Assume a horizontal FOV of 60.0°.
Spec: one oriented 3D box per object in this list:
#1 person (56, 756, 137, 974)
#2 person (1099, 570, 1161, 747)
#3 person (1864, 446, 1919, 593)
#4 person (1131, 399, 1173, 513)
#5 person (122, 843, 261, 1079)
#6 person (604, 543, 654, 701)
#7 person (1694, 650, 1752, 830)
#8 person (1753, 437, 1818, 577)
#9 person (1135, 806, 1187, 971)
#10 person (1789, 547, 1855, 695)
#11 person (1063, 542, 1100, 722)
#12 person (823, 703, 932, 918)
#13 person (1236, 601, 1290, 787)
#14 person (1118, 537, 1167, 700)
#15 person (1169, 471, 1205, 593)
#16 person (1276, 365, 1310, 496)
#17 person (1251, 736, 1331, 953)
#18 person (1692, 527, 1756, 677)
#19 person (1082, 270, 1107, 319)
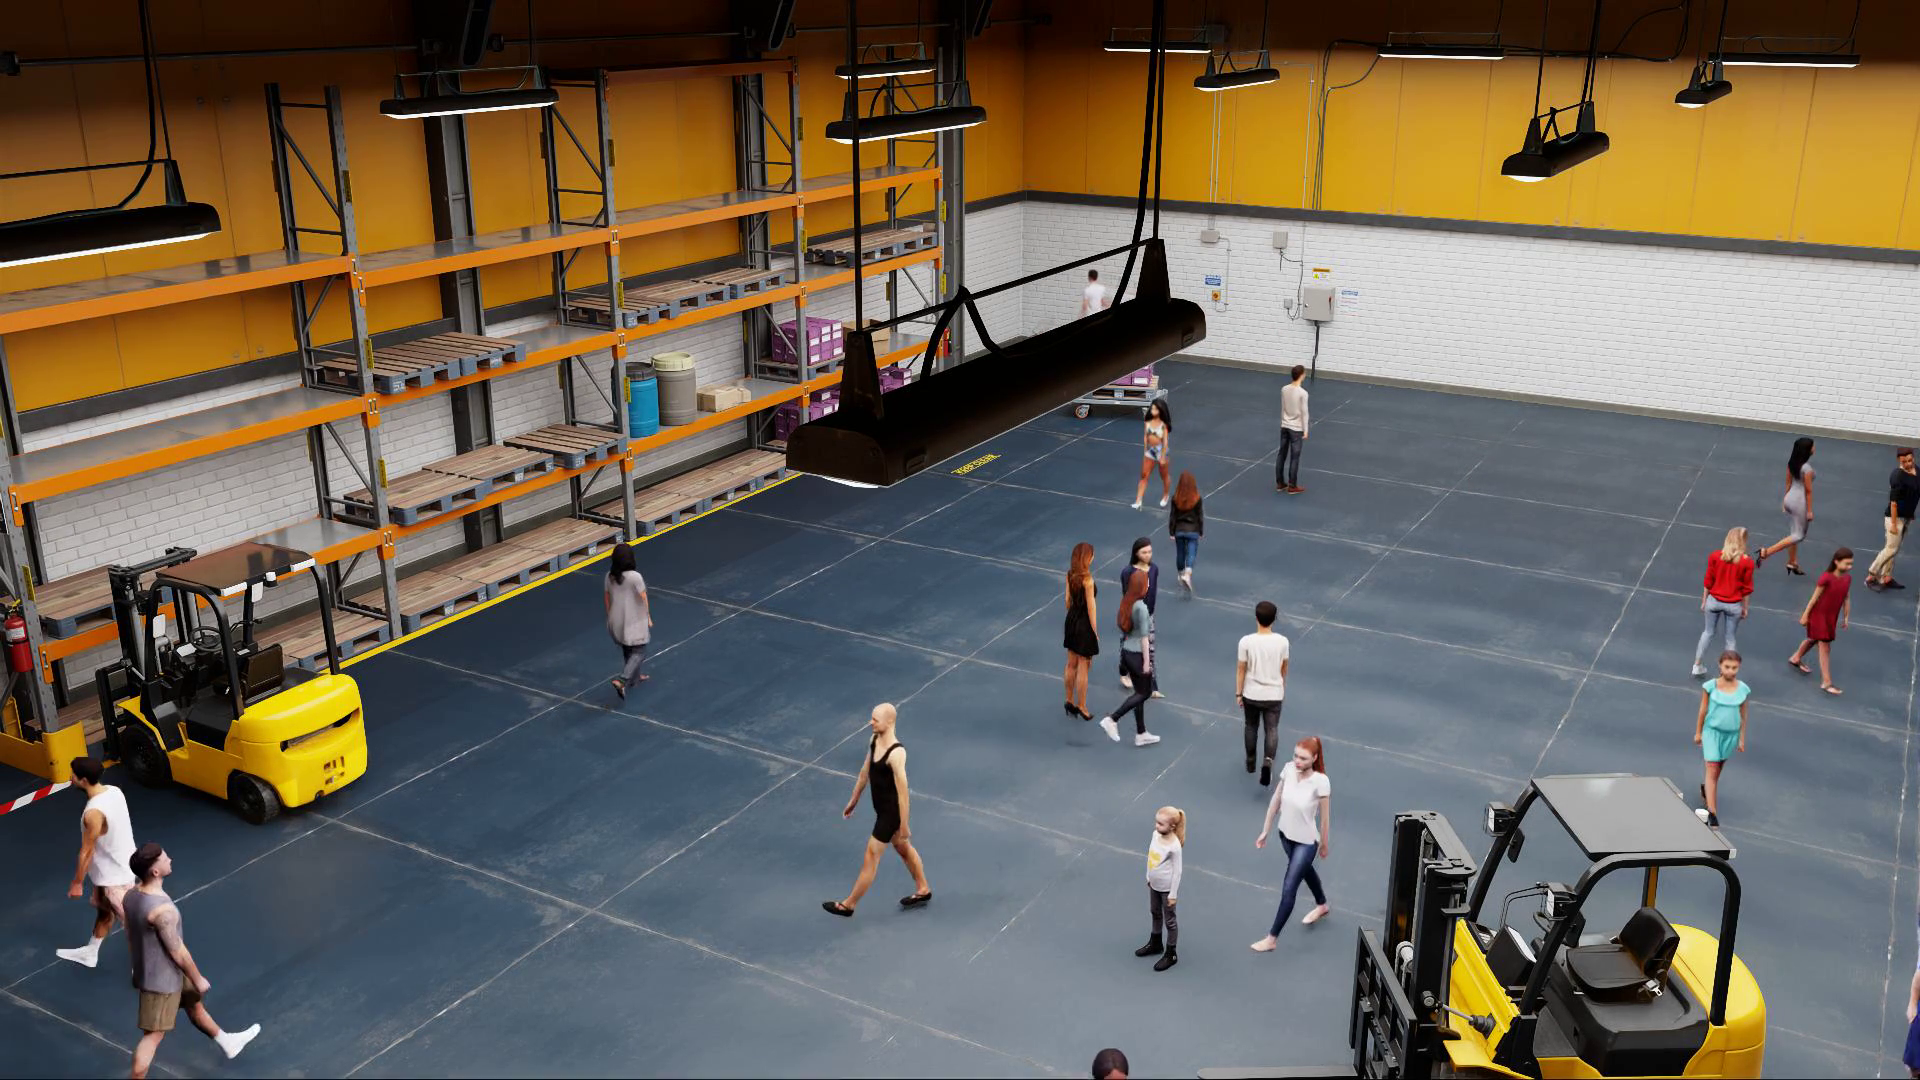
[{"bbox_3d":[-6.049,2.408,12.081,1.131,1.741,1.104,-4,19,-11],"label":"person"},{"bbox_3d":[1.604,1.153,15.853,0.983,1.711,0.917,-3,19,-9],"label":"person"},{"bbox_3d":[11.256,-0.268,19.905,0.841,1.818,0.678,13,23,34],"label":"person"},{"bbox_3d":[2.767,-1.166,22.947,0.651,1.580,1.055,14,23,35],"label":"person"},{"bbox_3d":[-5.200,2.848,10.694,0.817,1.789,1.249,16,24,39],"label":"person"},{"bbox_3d":[-3.420,0.841,16.969,0.657,1.590,0.928,9,21,25],"label":"person"},{"bbox_3d":[6.659,1.685,14.575,0.760,1.519,1.104,5,19,14],"label":"person"},{"bbox_3d":[10.139,-0.369,20.292,0.953,1.764,0.972,-1,19,-4],"label":"person"},{"bbox_3d":[1.523,2.557,12.362,0.617,1.279,0.575,-10,21,-28],"label":"person"},{"bbox_3d":[8.947,0.778,17.295,1.043,1.502,1.073,-6,19,-17],"label":"person"},{"bbox_3d":[1.186,0.900,16.412,0.663,1.835,0.660,-12,22,-32],"label":"person"},{"bbox_3d":[-0.470,2.100,12.954,1.209,1.766,1.109,-6,20,-18],"label":"person"},{"bbox_3d":[2.761,1.411,15.107,0.836,1.698,1.056,2,19,7],"label":"person"},{"bbox_3d":[1.759,0.763,17.043,1.038,1.692,1.042,-7,20,-21],"label":"person"},{"bbox_3d":[2.715,-0.091,19.930,0.695,1.466,0.910,5,19,13],"label":"person"},{"bbox_3d":[4.749,-1.586,23.749,0.678,1.863,0.712,-15,23,-37],"label":"person"},{"bbox_3d":[2.639,2.260,12.611,1.240,1.684,0.891,-13,23,-34],"label":"person"},{"bbox_3d":[7.957,0.682,17.287,0.648,1.688,0.555,10,21,28],"label":"person"},{"bbox_3d":[2.536,-4.199,31.529,0.676,1.849,0.793,-9,21,-26],"label":"person"}]
